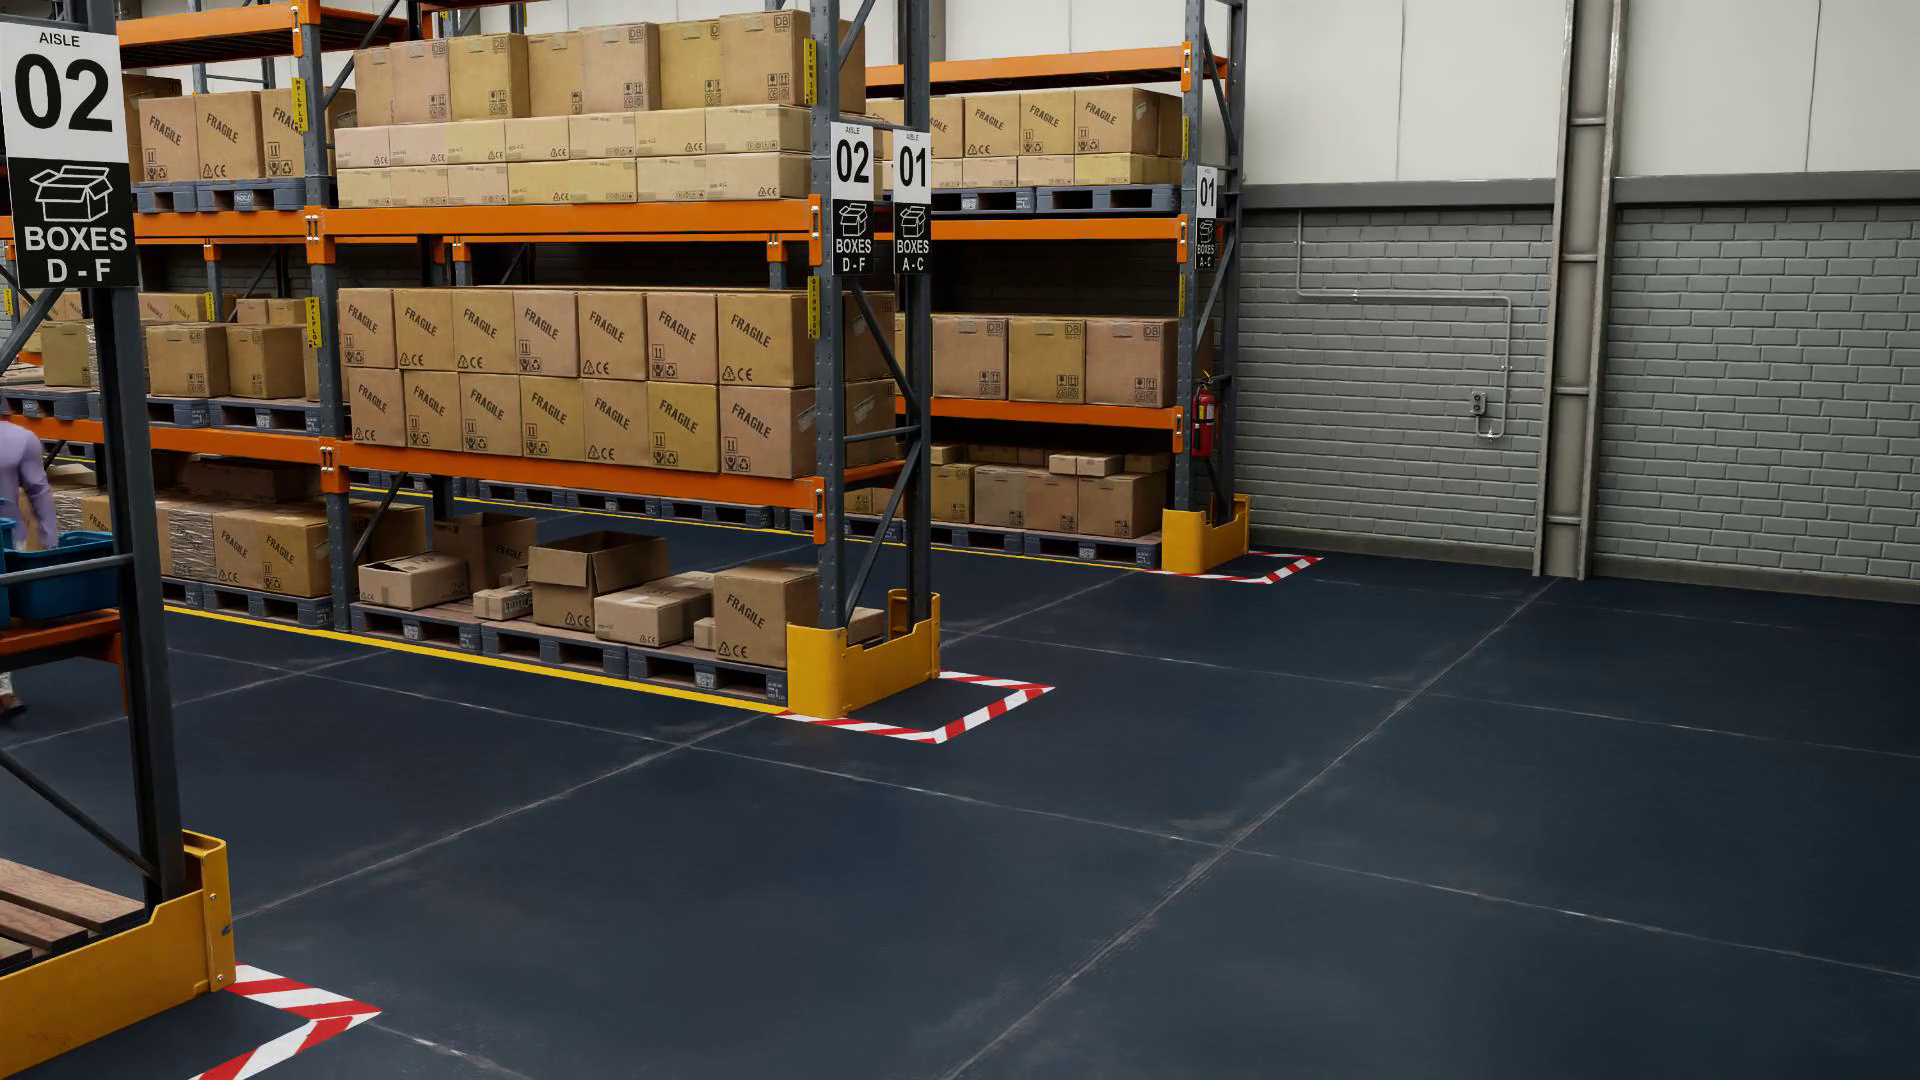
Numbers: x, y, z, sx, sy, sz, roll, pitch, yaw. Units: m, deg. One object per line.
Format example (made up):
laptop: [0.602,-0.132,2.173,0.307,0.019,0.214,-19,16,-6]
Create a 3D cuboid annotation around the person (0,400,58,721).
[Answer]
person: [-5.281,0.038,9.122,0.957,1.897,0.661,9,13,42]
